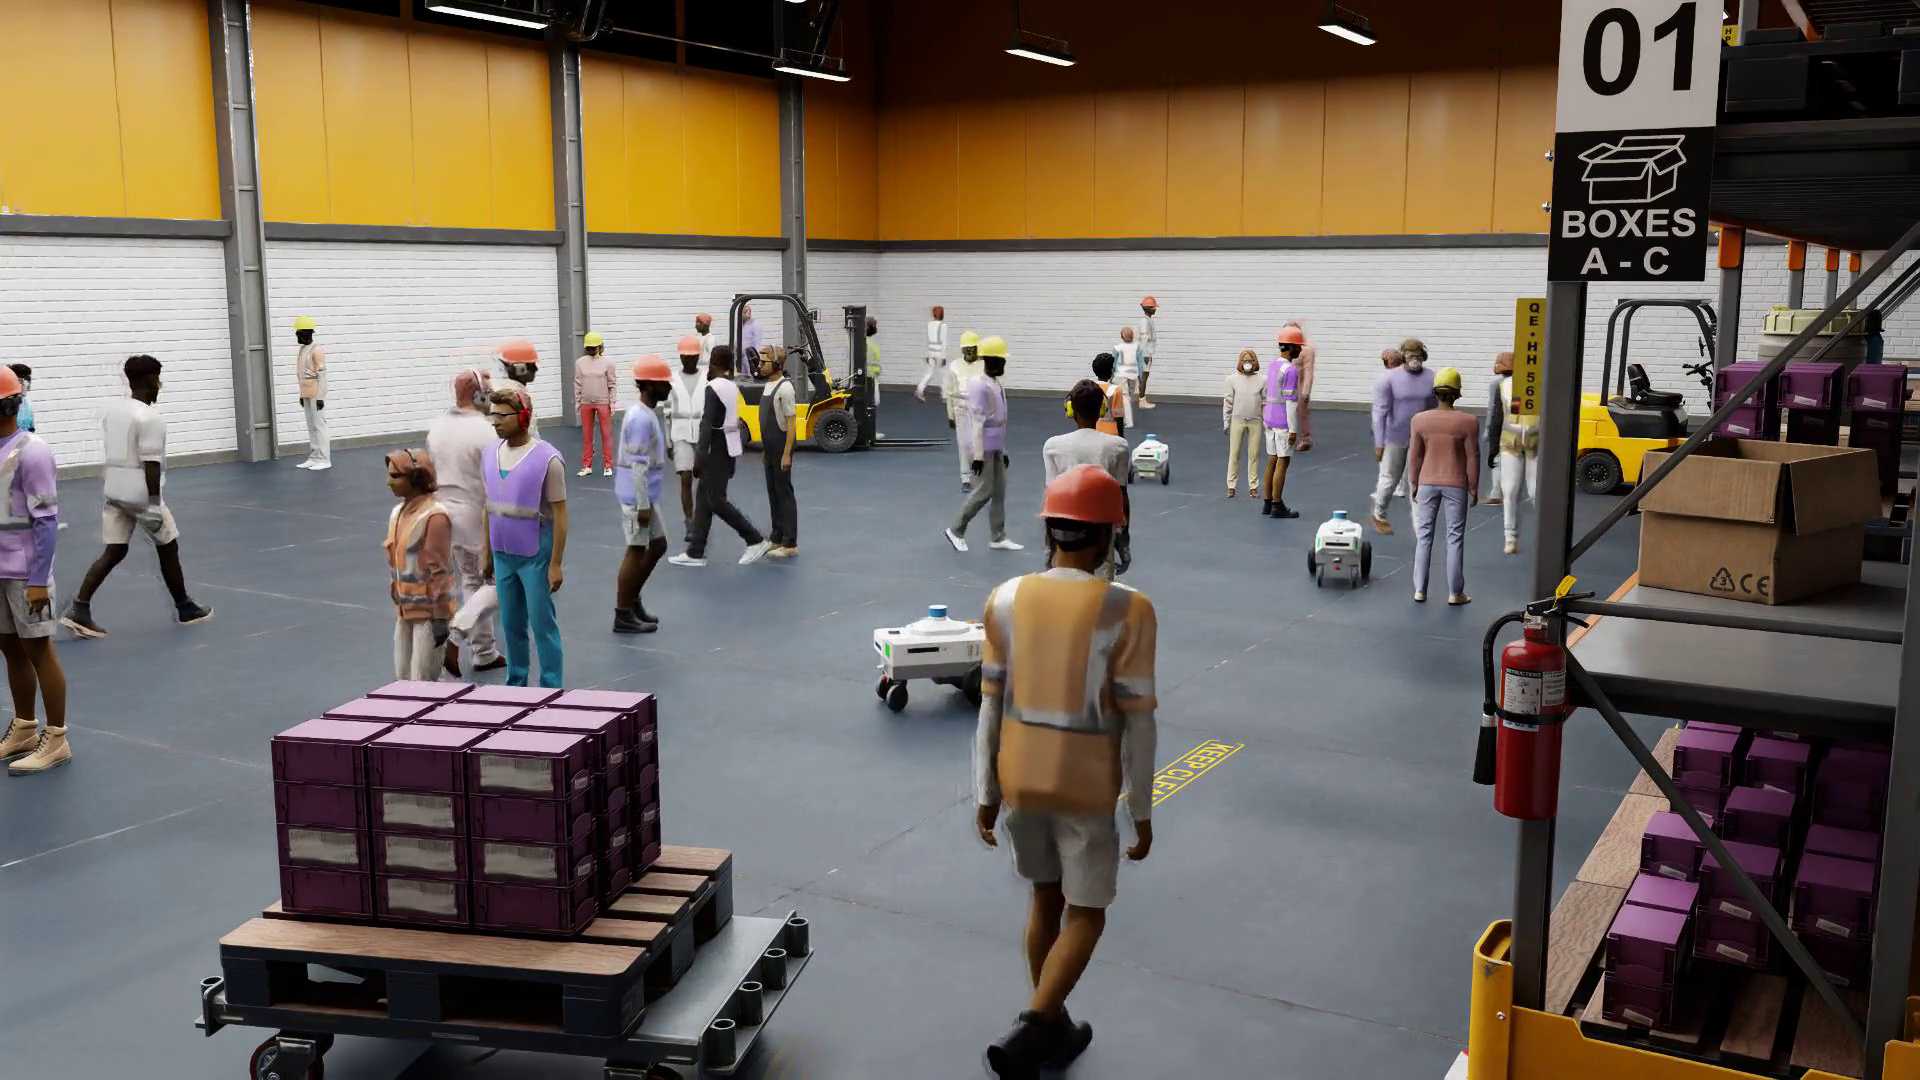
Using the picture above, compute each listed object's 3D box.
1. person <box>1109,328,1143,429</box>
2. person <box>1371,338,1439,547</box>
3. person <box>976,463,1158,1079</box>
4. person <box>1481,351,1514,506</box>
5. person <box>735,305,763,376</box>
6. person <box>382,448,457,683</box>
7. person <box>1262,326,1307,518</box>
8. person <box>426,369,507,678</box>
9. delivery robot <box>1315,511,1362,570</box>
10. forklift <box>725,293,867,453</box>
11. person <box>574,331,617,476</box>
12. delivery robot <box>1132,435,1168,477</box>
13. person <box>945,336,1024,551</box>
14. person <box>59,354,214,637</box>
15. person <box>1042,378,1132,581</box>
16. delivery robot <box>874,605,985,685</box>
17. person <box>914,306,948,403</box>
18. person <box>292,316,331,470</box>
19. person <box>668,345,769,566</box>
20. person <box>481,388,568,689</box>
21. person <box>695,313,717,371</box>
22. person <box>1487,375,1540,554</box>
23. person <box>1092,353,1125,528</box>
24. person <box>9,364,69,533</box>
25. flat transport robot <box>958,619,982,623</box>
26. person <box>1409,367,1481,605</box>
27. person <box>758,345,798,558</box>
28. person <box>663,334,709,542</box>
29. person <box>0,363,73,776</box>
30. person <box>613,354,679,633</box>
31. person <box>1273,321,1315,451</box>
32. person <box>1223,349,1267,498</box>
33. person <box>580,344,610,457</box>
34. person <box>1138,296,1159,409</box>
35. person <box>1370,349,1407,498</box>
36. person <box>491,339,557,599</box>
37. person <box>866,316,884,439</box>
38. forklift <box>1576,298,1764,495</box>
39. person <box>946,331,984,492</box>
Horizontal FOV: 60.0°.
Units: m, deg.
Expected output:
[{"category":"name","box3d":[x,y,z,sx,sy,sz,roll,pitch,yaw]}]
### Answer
[{"category":"person","box3d":[2.640,-2.588,26.553,0.533,1.588,0.853,-3,9,-16]},{"category":"person","box3d":[4.087,-0.913,15.245,0.673,1.889,1.017,0,9,-2]},{"category":"person","box3d":[0.259,0.743,4.860,0.560,1.907,0.820,5,10,28]},{"category":"person","box3d":[5.773,-1.177,17.635,0.501,1.633,0.275,-4,10,-25]},{"category":"person","box3d":[-3.798,-3.229,29.595,0.403,1.906,0.651,-9,13,-44]},{"category":"person","box3d":[-2.572,0.356,8.090,0.463,1.623,0.528,-8,12,-42]},{"category":"person","box3d":[3.276,-1.178,16.747,0.392,1.930,0.540,-2,9,-13]},{"category":"person","box3d":[-2.969,-0.086,10.054,0.651,1.890,0.645,7,11,36]},{"category":"delivery robot","box3d":[3.031,0.010,13.293,0.477,0.478,0.707,2,10,15]},{"category":"forklift","box3d":[-2.458,-2.344,23.176,2.313,2.155,1.214,0,9,-2]},{"category":"person","box3d":[-4.420,-1.642,20.154,0.523,1.761,0.323,1,9,5]},{"category":"delivery robot","box3d":[2.243,-0.997,19.573,0.477,0.478,0.707,2,9,15]},{"category":"person","box3d":[0.241,-0.842,14.731,0.555,1.939,0.618,3,10,18]},{"category":"person","box3d":[-5.652,-0.298,11.316,0.660,1.915,1.002,5,11,30]},{"category":"person","box3d":[0.723,0.018,9.459,0.509,1.867,0.328,0,9,2]},{"category":"delivery robot","box3d":[-0.128,0.616,9.509,0.707,0.478,0.477,-2,9,-14]},{"category":"person","box3d":[-0.488,-3.508,31.511,0.584,1.858,0.860,9,13,44]},{"category":"person","box3d":[-8.130,-1.838,20.842,0.381,1.928,0.587,-8,12,-41]},{"category":"person","box3d":[-2.051,-0.705,13.973,0.785,1.863,0.609,-1,9,-4]},{"category":"person","box3d":[-2.360,0.094,9.038,0.570,1.843,0.373,6,11,31]},{"category":"person","box3d":[-3.654,-2.329,24.042,0.337,1.883,0.584,-3,10,-19]},{"category":"person","box3d":[5.001,-0.790,14.636,0.652,1.824,0.507,5,10,28]},{"category":"person","box3d":[1.378,-0.955,16.055,0.532,1.697,0.319,8,12,41]},{"category":"person","box3d":[-8.840,-0.825,15.455,0.947,1.620,0.539,0,9,-1]},{"category":"flat transport robot","box3d":[0.433,0.699,10.162,0.652,0.197,1.431,-2,9,-14]},{"category":"person","box3d":[3.591,-0.397,12.346,0.525,1.772,0.307,5,11,30]},{"category":"person","box3d":[-1.589,-0.766,14.406,0.330,1.844,0.520,-5,10,-27]},{"category":"person","box3d":[-2.481,-0.971,15.499,0.553,1.912,0.827,-1,9,-8]},{"category":"person","box3d":[-4.669,0.138,8.176,0.606,2.037,0.382,6,11,33]},{"category":"person","box3d":[-2.151,-0.308,11.387,0.510,1.911,0.553,-1,9,-4]},{"category":"person","box3d":[4.547,-2.071,22.664,0.648,1.824,1.078,7,11,37]},{"category":"person","box3d":[3.137,-1.270,18.217,0.507,1.631,0.266,1,9,4]},{"category":"person","box3d":[-4.884,-1.924,22.298,0.498,1.633,0.289,3,9,15]},{"category":"person","box3d":[3.420,-3.404,30.254,0.378,2.045,0.605,2,9,10]},{"category":"person","box3d":[4.696,-1.261,18.137,0.515,1.641,0.315,-4,10,-26]},{"category":"person","box3d":[-3.138,-0.480,12.194,0.593,1.978,0.651,-4,10,-25]},{"category":"person","box3d":[-1.418,-2.410,24.725,0.535,1.830,0.646,2,9,9]},{"category":"forklift","box3d":[7.954,-1.589,18.462,2.313,2.155,1.214,5,11,30]},{"category":"person","box3d":[0.139,-1.460,18.822,0.607,1.818,0.604,1,9,5]}]
